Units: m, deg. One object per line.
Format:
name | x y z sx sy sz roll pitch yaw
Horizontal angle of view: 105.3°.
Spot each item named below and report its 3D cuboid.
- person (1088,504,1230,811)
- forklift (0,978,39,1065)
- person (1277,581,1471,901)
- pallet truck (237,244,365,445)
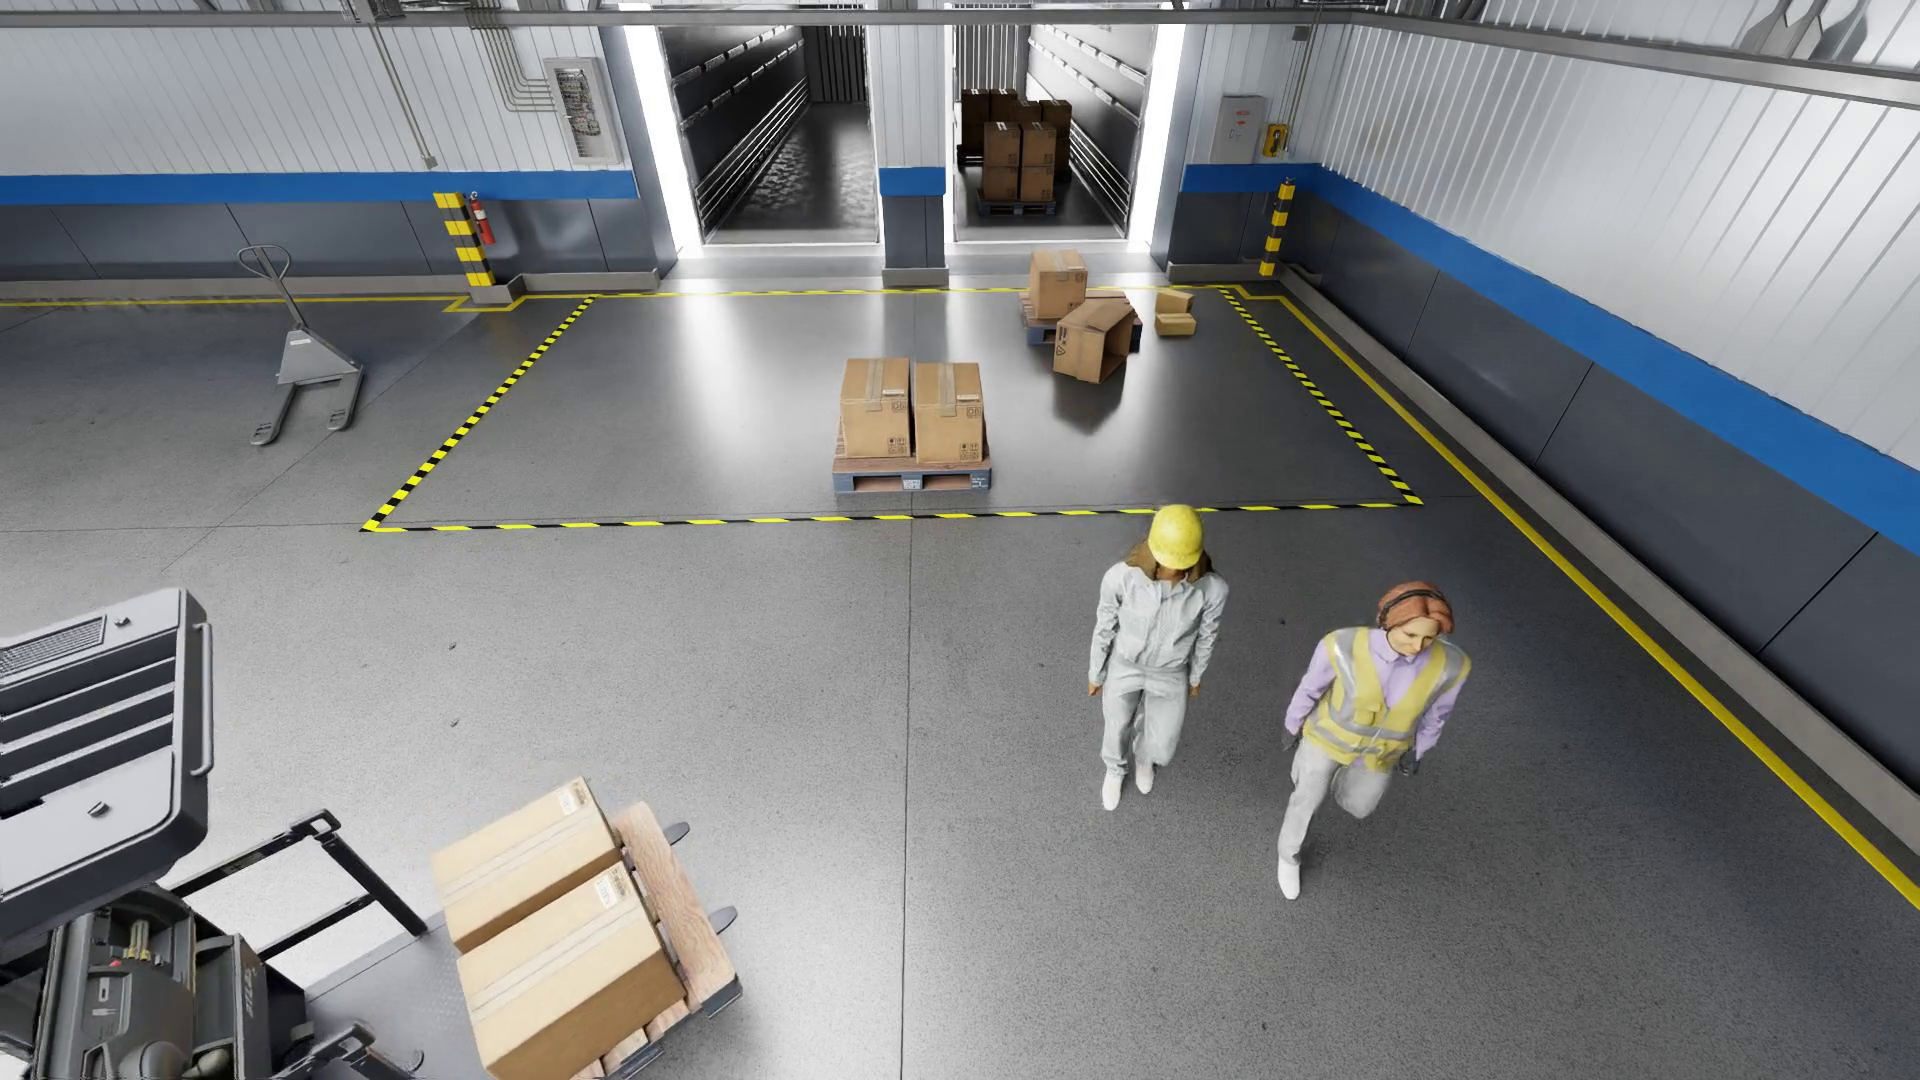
person | 0.784 0.555 3.087 0.486 1.730 0.397 8 39 10
forklift | -2.241 1.496 1.652 0.776 2.013 0.716 -27 46 -29
person | 1.546 0.754 2.919 0.517 1.618 0.648 8 39 10
pallet truck | -5.915 -1.733 6.366 0.680 1.201 1.601 -18 42 -21
